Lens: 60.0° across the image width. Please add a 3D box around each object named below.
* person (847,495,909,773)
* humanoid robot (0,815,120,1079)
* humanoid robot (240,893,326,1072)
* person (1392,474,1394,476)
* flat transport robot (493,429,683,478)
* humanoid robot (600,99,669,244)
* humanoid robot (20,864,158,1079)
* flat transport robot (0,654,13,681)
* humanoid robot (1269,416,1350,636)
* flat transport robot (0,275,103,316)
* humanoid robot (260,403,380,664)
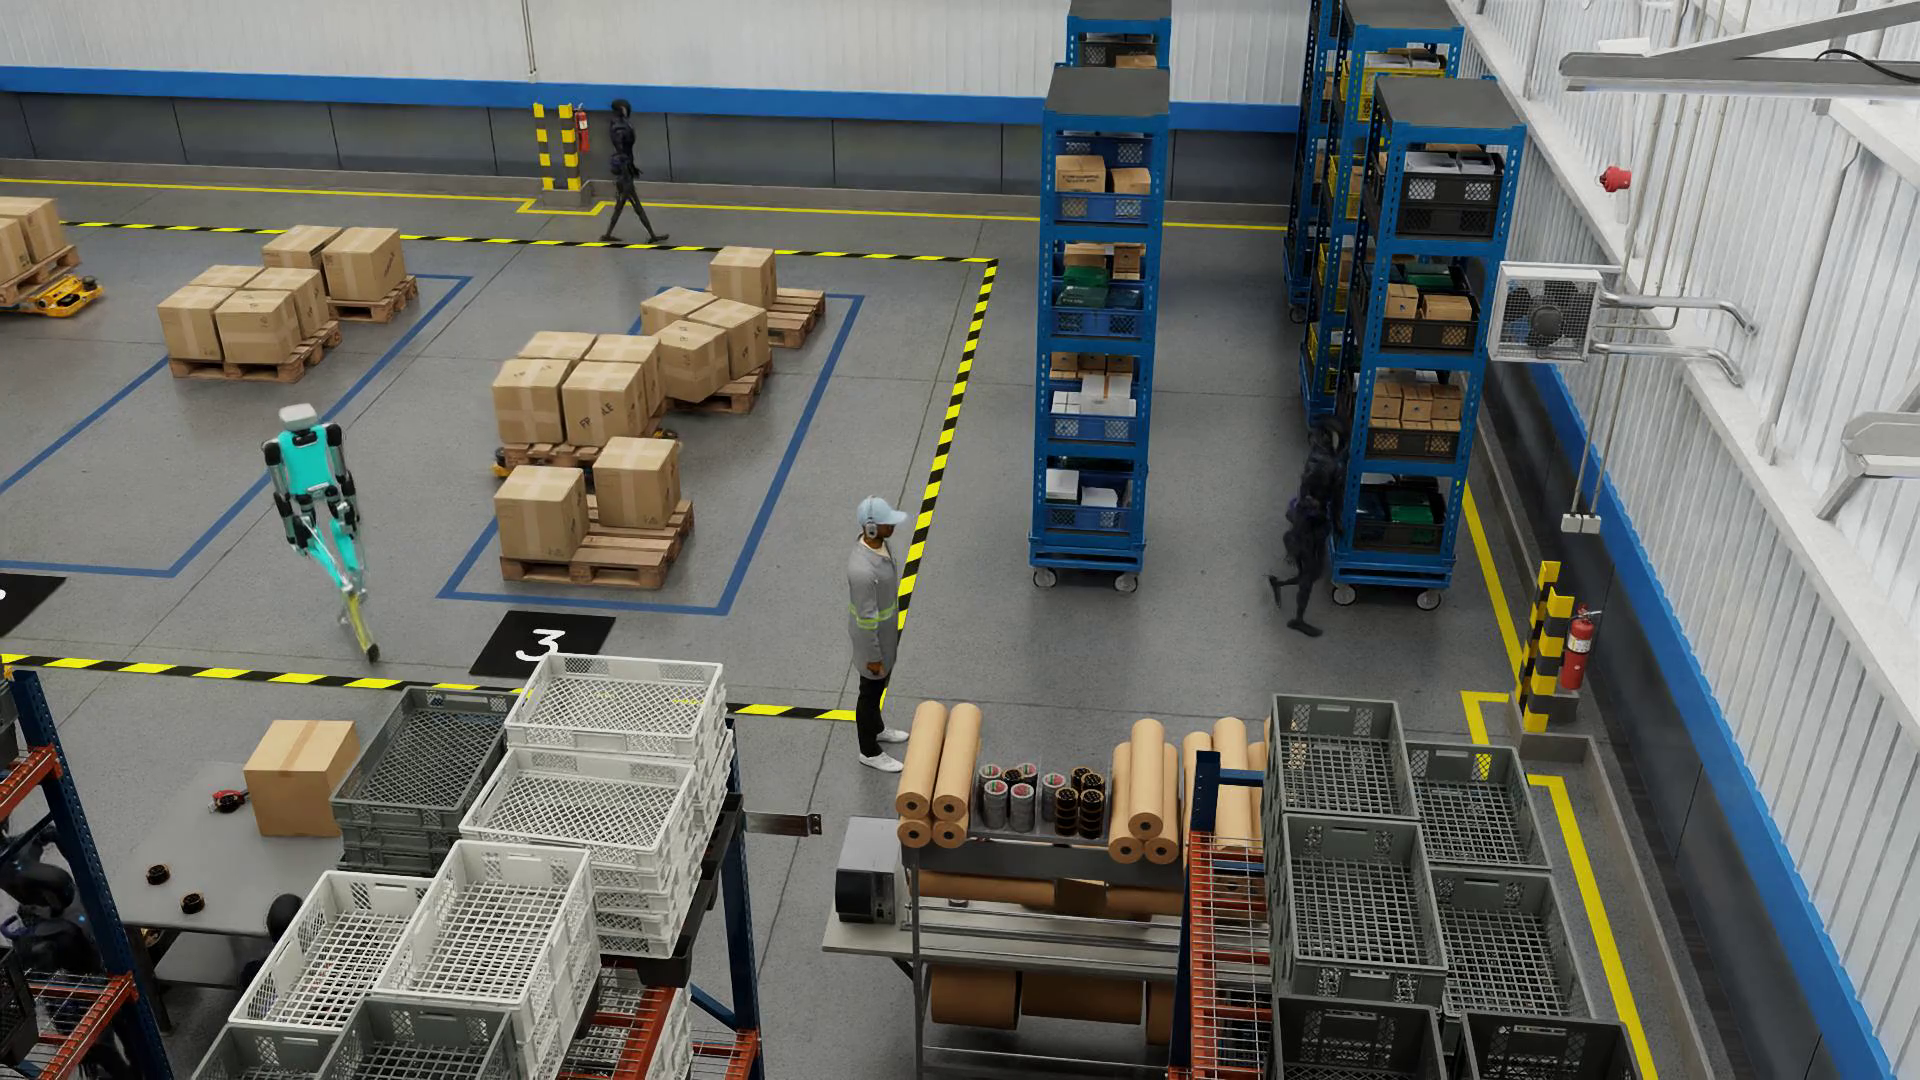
[{"bbox_3d":[-0.496,0.558,10.141,0.365,1.852,0.589,3,30,5],"label":"person"},{"bbox_3d":[-4.351,1.938,7.997,0.749,1.616,0.600,26,39,37],"label":"humanoid robot"},{"bbox_3d":[-2.865,2.220,7.485,0.608,1.628,0.478,-10,32,-16],"label":"humanoid robot"},{"bbox_3d":[3.369,-1.147,12.998,0.390,1.930,0.632,-9,31,-15],"label":"person"},{"bbox_3d":[-3.106,-0.739,13.914,1.431,0.197,0.652,3,30,6],"label":"flat transport robot"},{"bbox_3d":[-3.650,-4.051,18.284,0.786,1.625,0.608,-2,30,-3],"label":"humanoid robot"},{"bbox_3d":[-3.998,2.107,7.656,0.404,1.650,0.591,0,30,0],"label":"humanoid robot"},{"bbox_3d":[-7.142,0.969,11.010,1.431,0.231,0.659,3,30,6],"label":"flat transport robot"},{"bbox_3d":[2.375,-0.139,11.515,0.536,1.632,0.592,25,38,36],"label":"humanoid robot"},{"bbox_3d":[-9.624,-2.526,16.985,1.431,0.197,0.652,3,30,6],"label":"flat transport robot"},{"bbox_3d":[-4.179,0.014,11.232,0.537,1.773,0.976,-24,38,-35],"label":"humanoid robot"}]
